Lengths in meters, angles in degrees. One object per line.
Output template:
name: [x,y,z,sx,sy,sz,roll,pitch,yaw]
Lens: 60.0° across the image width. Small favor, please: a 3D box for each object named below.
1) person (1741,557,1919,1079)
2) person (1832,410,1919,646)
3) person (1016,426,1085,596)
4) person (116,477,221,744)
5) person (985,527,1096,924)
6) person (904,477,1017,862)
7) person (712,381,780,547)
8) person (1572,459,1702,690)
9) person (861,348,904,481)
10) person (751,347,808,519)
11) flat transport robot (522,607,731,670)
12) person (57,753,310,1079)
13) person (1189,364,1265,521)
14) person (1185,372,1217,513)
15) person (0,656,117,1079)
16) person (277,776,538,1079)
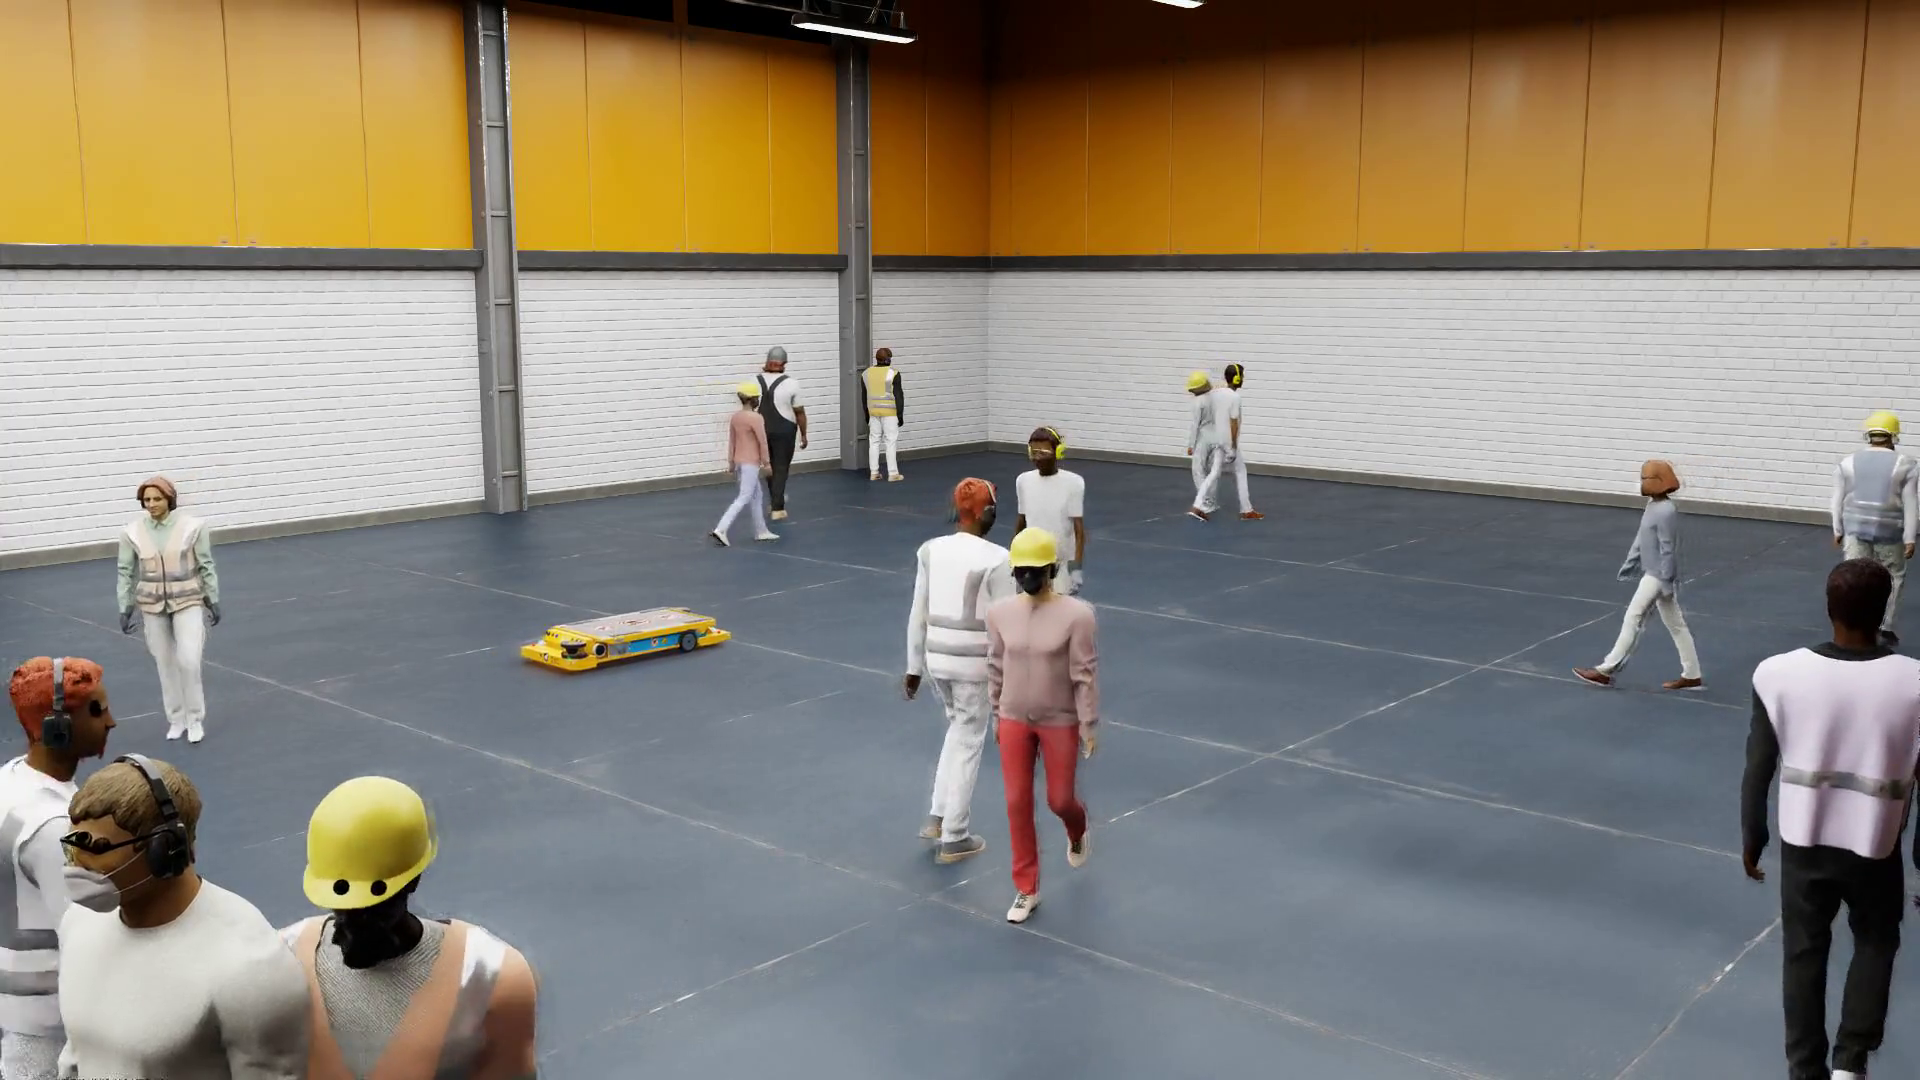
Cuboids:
person: [2.937,1.004,5.558,0.616,1.907,0.454,5,10,28]
person: [6.966,-0.077,12.640,0.618,1.810,0.591,9,13,44]
person: [0.592,0.169,11.004,0.537,1.847,0.491,3,10,19]
person: [-4.782,0.433,10.027,0.552,1.618,0.550,-2,9,-12]
person: [0.380,0.783,7.444,0.532,1.742,0.639,3,10,19]
person: [0.026,0.628,8.089,0.581,1.862,0.487,9,12,43]
person: [-2.275,-0.806,17.493,0.857,1.731,0.521,-7,12,-38]
person: [4.678,0.247,11.325,0.870,1.590,0.515,3,10,19]
person: [-1.041,-1.729,22.937,0.633,1.843,0.429,5,10,26]
person: [-2.102,-1.301,19.625,0.694,2.000,0.952,3,10,19]
flat transport robot: [-2.485,0.721,12.469,0.652,0.197,1.431,9,12,43]
person: [-1.523,1.353,3.281,0.632,1.938,0.359,5,10,28]
person: [3.062,-1.119,19.176,0.952,1.831,0.540,-4,10,-26]
person: [2.927,-1.175,19.930,0.324,1.699,0.622,6,11,35]
person: [-2.267,1.210,4.456,0.944,1.840,0.610,-6,11,-31]
person: [-1.126,1.356,3.383,0.614,1.904,0.607,0,9,3]
